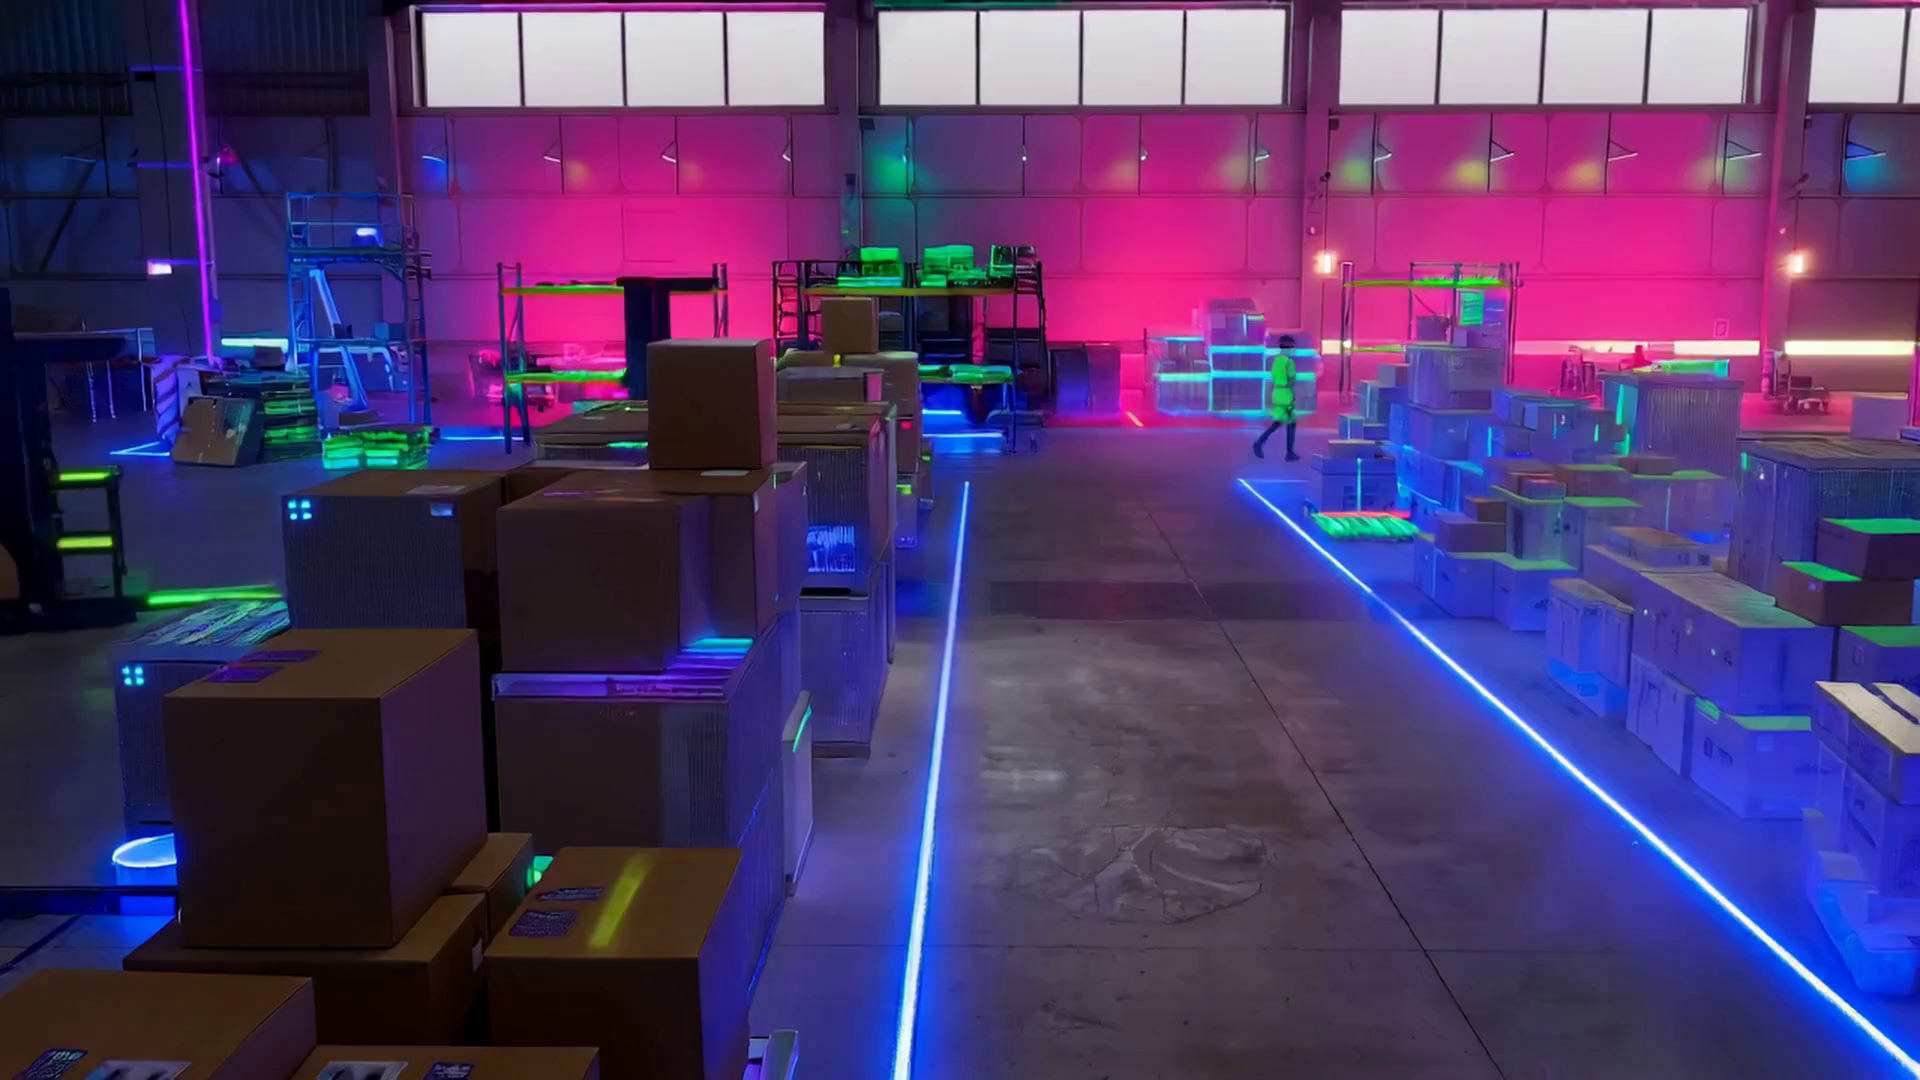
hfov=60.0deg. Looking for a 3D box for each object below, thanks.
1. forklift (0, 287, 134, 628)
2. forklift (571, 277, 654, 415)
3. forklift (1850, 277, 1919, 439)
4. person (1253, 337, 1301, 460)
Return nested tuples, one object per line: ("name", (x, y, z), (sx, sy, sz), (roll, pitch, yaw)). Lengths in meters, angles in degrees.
("forklift", (-7.992, -0.693, 13.784), (1.873, 2.768, 1.129), (-4, 10, -24))
("forklift", (-4.592, -2.362, 23.785), (1.873, 2.768, 1.129), (-3, 10, -18))
("forklift", (14.174, -2.425, 24.162), (1.873, 2.768, 1.129), (0, 9, 1))
("person", (4.883, -2.144, 25.385), (0.765, 1.914, 0.548), (-6, 11, -31))
